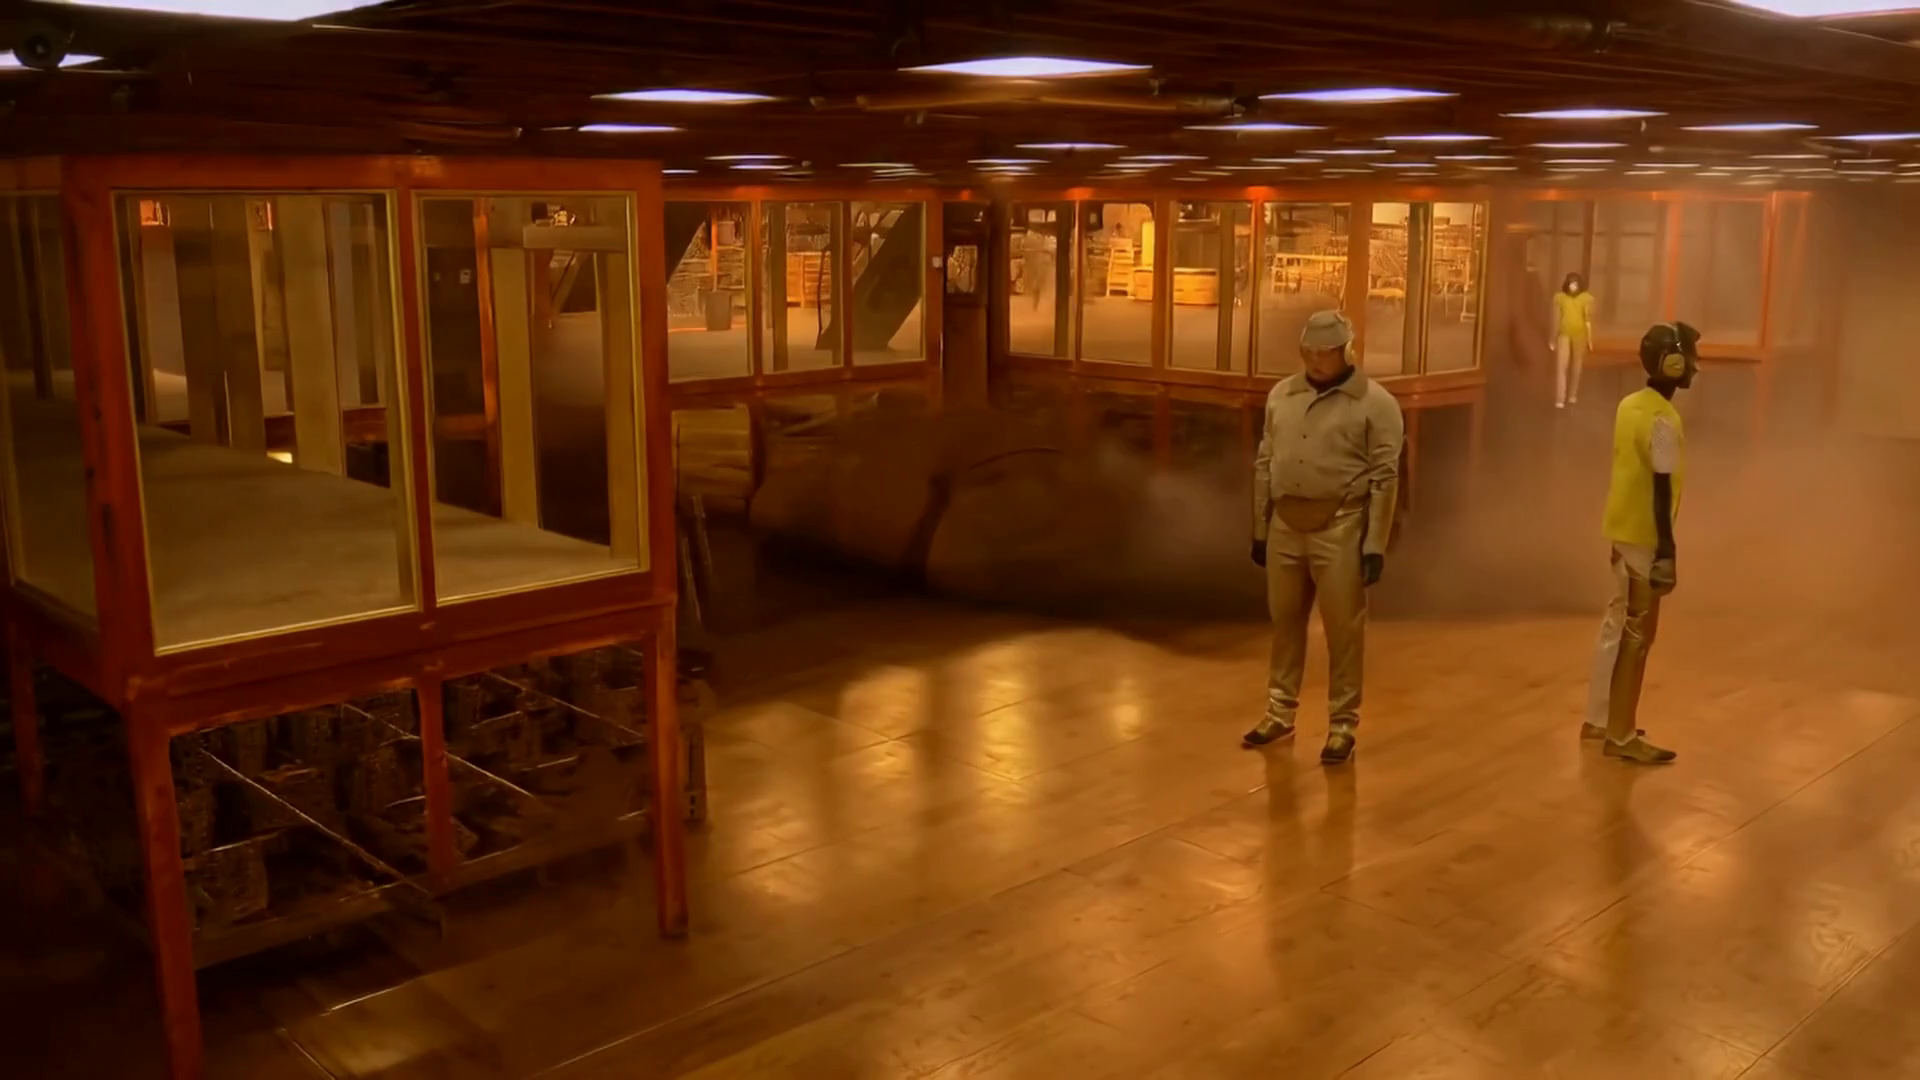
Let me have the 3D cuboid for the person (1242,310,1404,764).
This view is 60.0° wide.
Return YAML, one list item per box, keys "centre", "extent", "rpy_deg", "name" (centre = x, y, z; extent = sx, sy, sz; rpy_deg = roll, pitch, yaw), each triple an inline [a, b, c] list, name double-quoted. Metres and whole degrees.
- centre: [1.513, -0.017, 7.054]
  extent: [0.638, 1.908, 0.409]
  rpy_deg: [9, 14, 38]
  name: "person"

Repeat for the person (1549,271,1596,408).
- centre: [7.252, -2.388, 19.709]
  extent: [0.510, 1.597, 0.832]
  rpy_deg: [5, 12, 22]
  name: "person"

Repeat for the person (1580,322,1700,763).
- centre: [2.898, 0.012, 7.047]
  extent: [0.328, 1.861, 0.506]
  rpy_deg: [0, 11, -1]
  name: "person"
